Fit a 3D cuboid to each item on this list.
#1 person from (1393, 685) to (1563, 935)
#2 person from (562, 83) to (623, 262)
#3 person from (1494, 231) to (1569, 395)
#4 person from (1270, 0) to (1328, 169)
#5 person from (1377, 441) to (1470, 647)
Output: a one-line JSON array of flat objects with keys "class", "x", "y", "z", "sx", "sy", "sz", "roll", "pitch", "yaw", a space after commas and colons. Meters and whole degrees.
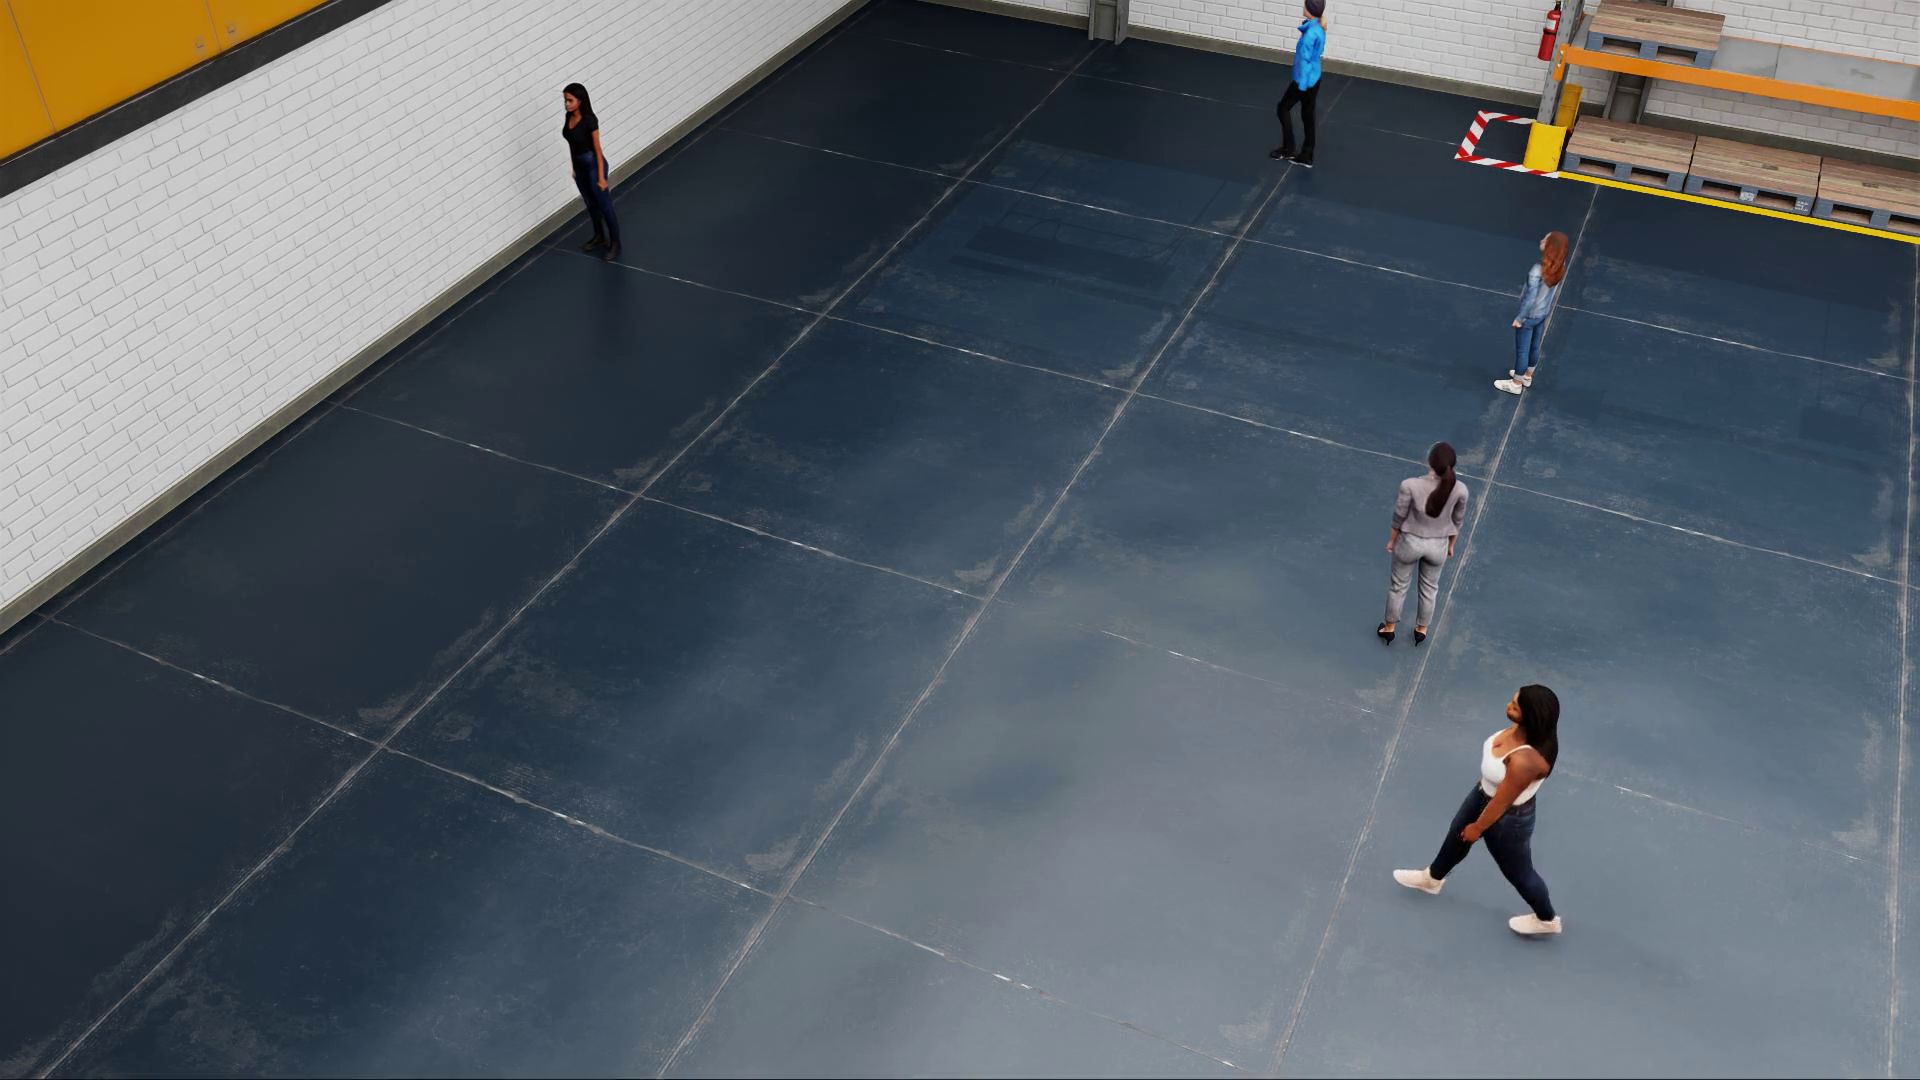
[{"class": "person", "x": 3.120, "y": 1.548, "z": 9.201, "sx": 1.222, "sy": 1.767, "sz": 0.735, "roll": 12, "pitch": 40, "yaw": 15}, {"class": "person", "x": -3.436, "y": -3.444, "z": 15.482, "sx": 0.579, "sy": 1.730, "sz": 0.693, "roll": 27, "pitch": 46, "yaw": 30}, {"class": "person", "x": 4.750, "y": -1.887, "z": 13.734, "sx": 0.628, "sy": 1.478, "sz": 0.620, "roll": -30, "pitch": 47, "yaw": -32}, {"class": "person", "x": 3.603, "y": -4.631, "z": 16.931, "sx": 0.718, "sy": 1.776, "sz": 0.660, "roll": 21, "pitch": 43, "yaw": 25}, {"class": "person", "x": 3.096, "y": 0.044, "z": 11.156, "sx": 0.633, "sy": 1.678, "sz": 0.752, "roll": 4, "pitch": 39, "yaw": 5}]
